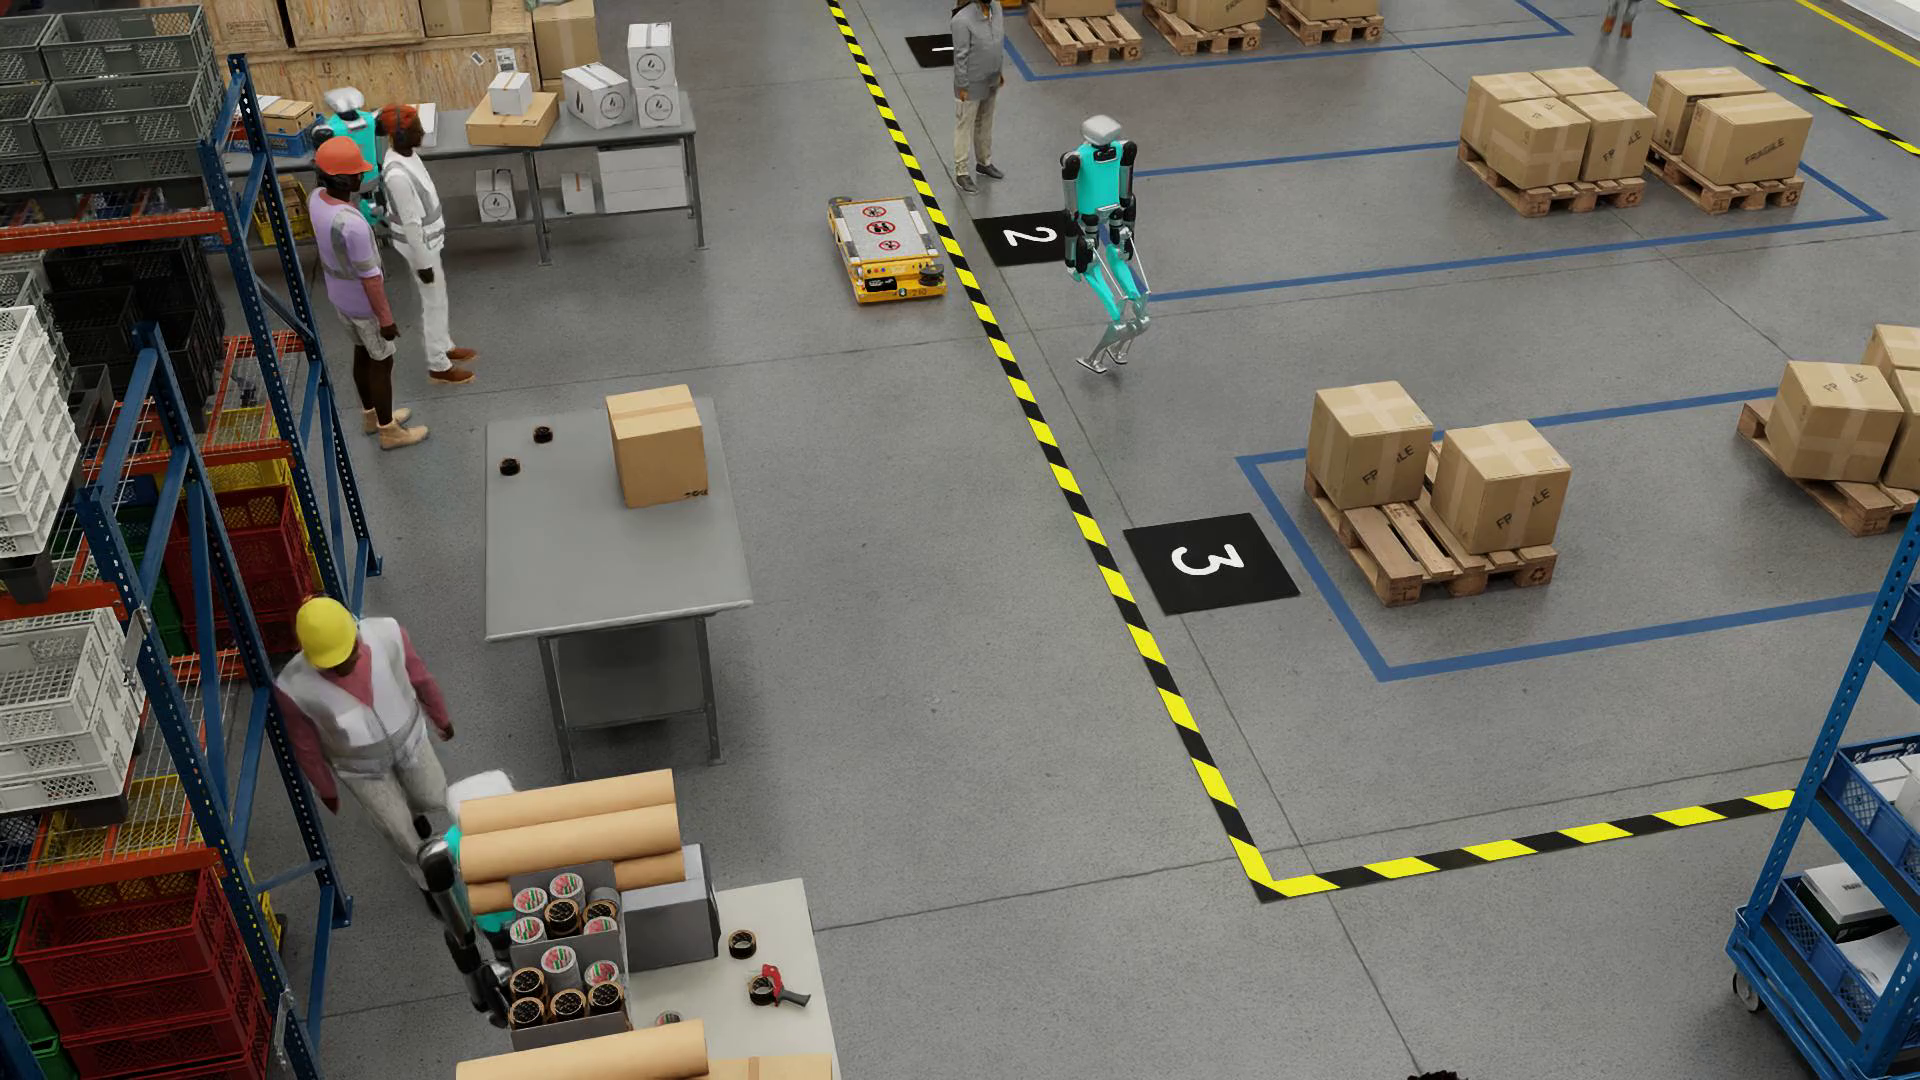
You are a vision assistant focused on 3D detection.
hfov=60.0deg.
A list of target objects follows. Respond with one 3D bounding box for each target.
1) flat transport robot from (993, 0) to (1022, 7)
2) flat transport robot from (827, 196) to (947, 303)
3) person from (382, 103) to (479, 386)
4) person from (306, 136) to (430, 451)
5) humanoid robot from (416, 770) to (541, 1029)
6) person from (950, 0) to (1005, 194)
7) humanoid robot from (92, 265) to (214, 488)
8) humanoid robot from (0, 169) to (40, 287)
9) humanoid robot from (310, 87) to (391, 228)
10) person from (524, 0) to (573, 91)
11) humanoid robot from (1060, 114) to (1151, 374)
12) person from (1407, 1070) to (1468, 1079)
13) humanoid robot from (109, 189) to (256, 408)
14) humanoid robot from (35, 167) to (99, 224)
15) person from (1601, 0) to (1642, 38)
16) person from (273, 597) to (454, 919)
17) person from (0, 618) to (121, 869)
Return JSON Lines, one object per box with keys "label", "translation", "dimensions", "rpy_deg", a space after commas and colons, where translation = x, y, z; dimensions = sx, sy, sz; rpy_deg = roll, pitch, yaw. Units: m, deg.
{"label": "flat transport robot", "translation": [0.958, -5.801, 17.327], "dimensions": [1.431, 0.197, 0.652], "rpy_deg": [-8, 37, -10]}
{"label": "flat transport robot", "translation": [-0.570, -2.220, 12.538], "dimensions": [0.659, 0.231, 1.431], "rpy_deg": [-8, 37, -10]}
{"label": "person", "translation": [-3.457, -1.908, 10.773], "dimensions": [0.388, 1.880, 0.592], "rpy_deg": [-9, 38, -11]}
{"label": "person", "translation": [-3.592, -1.471, 10.062], "dimensions": [0.403, 2.031, 0.609], "rpy_deg": [-28, 45, -32]}
{"label": "humanoid robot", "translation": [-1.480, 1.708, 6.098], "dimensions": [0.530, 1.853, 0.780], "rpy_deg": [-24, 43, -29]}
{"label": "person", "translation": [0.136, -3.677, 13.238], "dimensions": [0.399, 1.769, 0.560], "rpy_deg": [26, 44, 31]}
{"label": "humanoid robot", "translation": [-4.633, -0.844, 9.503], "dimensions": [0.414, 1.639, 0.585], "rpy_deg": [1, 37, 2]}
{"label": "humanoid robot", "translation": [-6.291, -1.973, 11.015], "dimensions": [0.329, 1.649, 0.609], "rpy_deg": [1, 37, 1]}
{"label": "humanoid robot", "translation": [-4.208, -2.280, 11.438], "dimensions": [0.816, 1.816, 0.550], "rpy_deg": [29, 45, 33]}
{"label": "person", "translation": [-3.468, -4.557, 14.283], "dimensions": [0.411, 1.939, 0.602], "rpy_deg": [24, 43, 28]}
{"label": "humanoid robot", "translation": [0.994, -1.819, 10.653], "dimensions": [0.533, 1.680, 0.735], "rpy_deg": [-18, 40, -22]}
{"label": "person", "translation": [1.296, 2.284, 5.062], "dimensions": [0.612, 1.964, 0.361], "rpy_deg": [13, 39, 17]}
{"label": "humanoid robot", "translation": [-4.894, -1.493, 10.396], "dimensions": [0.564, 1.639, 0.597], "rpy_deg": [17, 40, 22]}
{"label": "humanoid robot", "translation": [-6.150, -2.119, 11.189], "dimensions": [1.016, 1.733, 0.539], "rpy_deg": [-2, 37, -3]}
{"label": "person", "translation": [6.554, -5.736, 15.925], "dimensions": [0.590, 1.872, 0.476], "rpy_deg": [10, 38, 13]}
{"label": "person", "translation": [-2.507, 0.864, 7.108], "dimensions": [0.636, 1.801, 0.562], "rpy_deg": [-26, 44, -30]}
{"label": "person", "translation": [-4.142, 0.784, 7.183], "dimensions": [0.624, 1.844, 0.429], "rpy_deg": [-16, 39, -20]}
